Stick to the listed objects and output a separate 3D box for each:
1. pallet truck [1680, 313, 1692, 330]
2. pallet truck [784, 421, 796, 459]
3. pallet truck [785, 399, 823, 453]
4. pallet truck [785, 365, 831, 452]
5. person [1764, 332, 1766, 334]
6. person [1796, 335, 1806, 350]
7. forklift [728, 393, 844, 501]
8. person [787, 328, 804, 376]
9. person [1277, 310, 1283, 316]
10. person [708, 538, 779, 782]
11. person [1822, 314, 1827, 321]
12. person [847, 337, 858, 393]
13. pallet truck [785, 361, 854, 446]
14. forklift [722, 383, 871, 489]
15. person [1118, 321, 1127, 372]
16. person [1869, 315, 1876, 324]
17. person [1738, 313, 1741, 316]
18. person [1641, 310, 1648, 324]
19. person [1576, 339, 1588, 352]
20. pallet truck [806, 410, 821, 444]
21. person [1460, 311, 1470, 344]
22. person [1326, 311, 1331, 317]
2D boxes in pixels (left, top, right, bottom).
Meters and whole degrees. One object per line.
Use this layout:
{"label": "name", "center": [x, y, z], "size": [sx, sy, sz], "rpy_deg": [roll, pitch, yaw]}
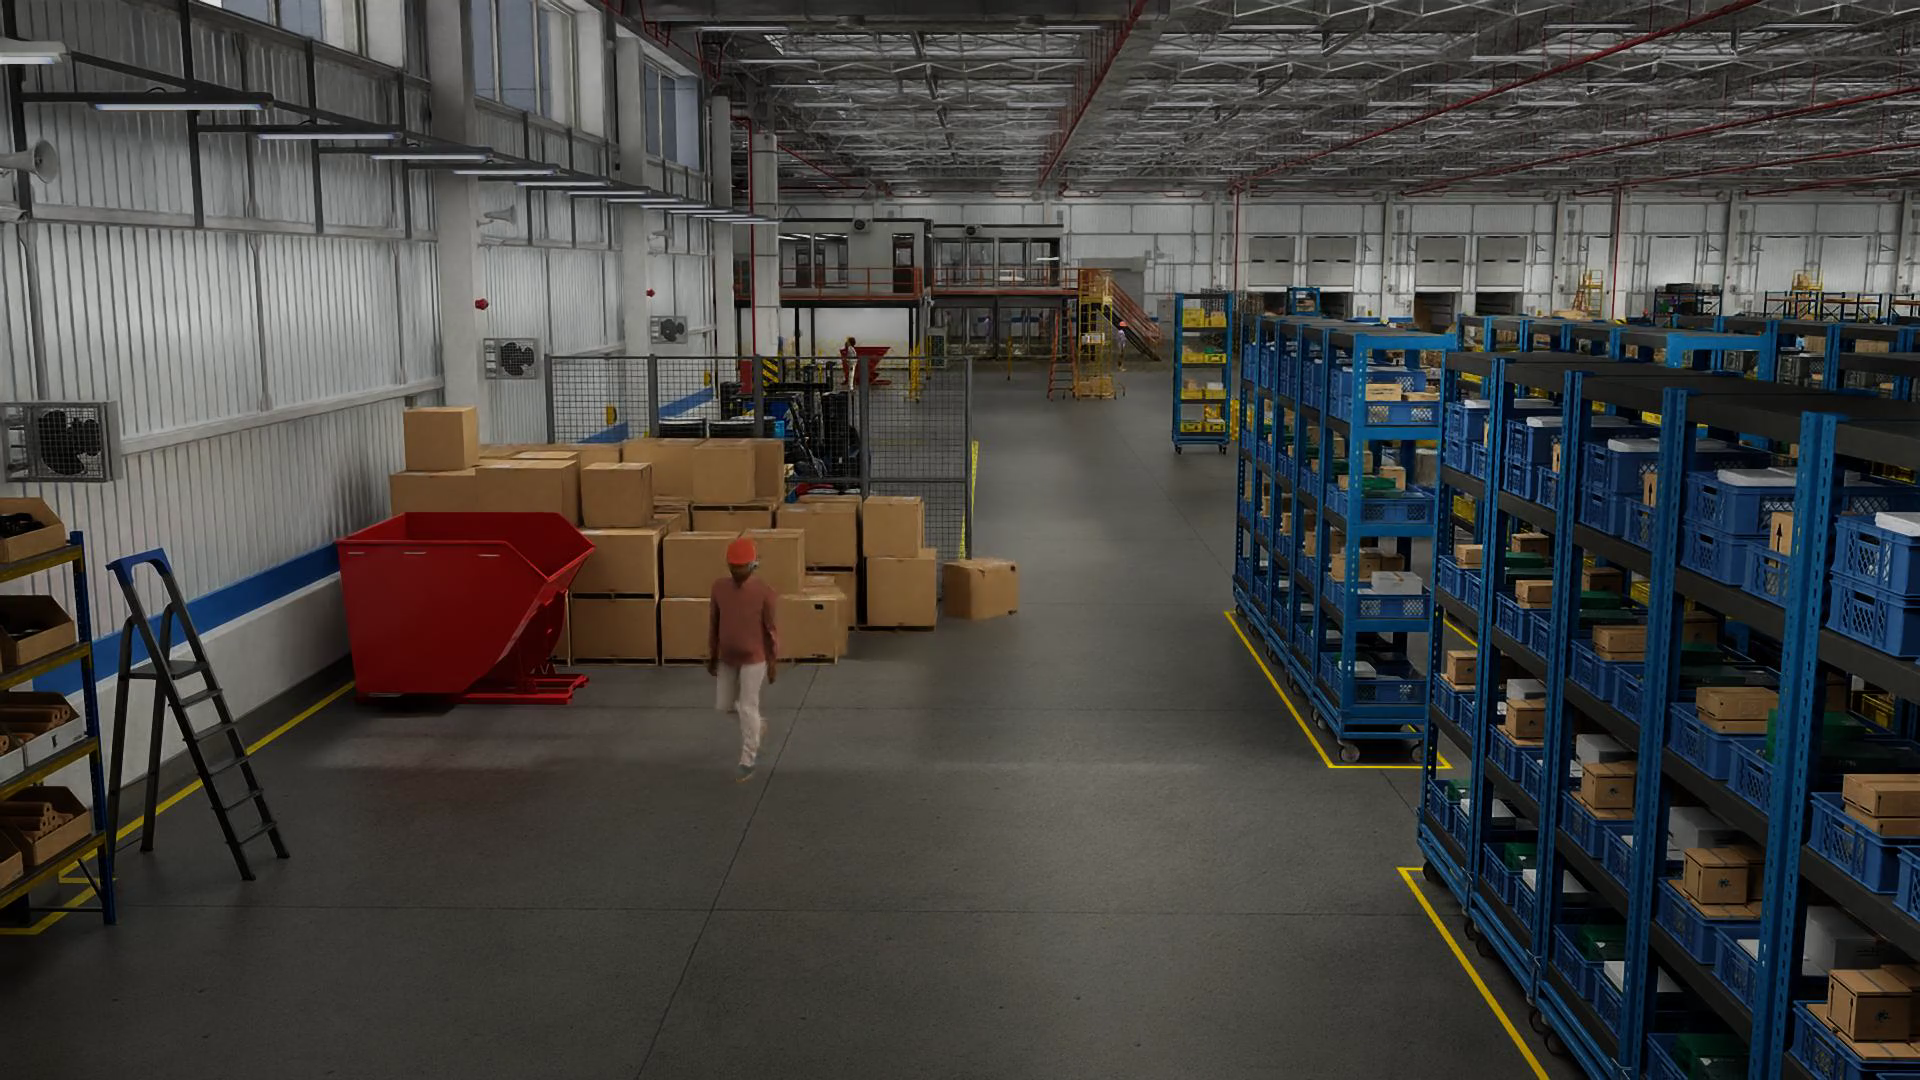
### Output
{"label": "pallet truck", "center": [36.315, -10.531, 84.244], "size": [0.823, 1.965, 1.885], "rpy_deg": [-6, 11, -33]}
{"label": "pallet truck", "center": [-4.013, -1.793, 32.705], "size": [1.601, 1.201, 0.680], "rpy_deg": [0, 9, 1]}
{"label": "pallet truck", "center": [-3.814, -2.432, 36.419], "size": [1.630, 1.274, 0.653], "rpy_deg": [0, 9, 1]}
{"label": "pallet truck", "center": [-3.774, -2.976, 37.635], "size": [1.885, 1.965, 0.823], "rpy_deg": [1, 9, 5]}
{"label": "person", "center": [30.010, -6.839, 61.802], "size": [0.403, 1.903, 0.700], "rpy_deg": [-7, 12, -37]}
{"label": "person", "center": [33.662, -7.514, 66.650], "size": [0.413, 1.665, 0.541], "rpy_deg": [0, 9, -1]}
{"label": "forklift", "center": [-2.979, -1.316, 26.476], "size": [2.680, 1.987, 1.157], "rpy_deg": [0, 9, 1]}
{"label": "person", "center": [-6.410, -7.287, 64.558], "size": [0.754, 1.906, 0.558], "rpy_deg": [-3, 10, -18]}
{"label": "person", "center": [17.293, -11.491, 90.169], "size": [0.381, 1.993, 0.622], "rpy_deg": [0, 9, 1]}
{"label": "person", "center": [-1.740, 0.939, 13.548], "size": [0.629, 1.978, 0.618], "rpy_deg": [4, 10, 23]}
{"label": "person", "center": [46.013, -11.173, 88.818], "size": [0.812, 1.801, 0.545], "rpy_deg": [-2, 9, -14]}
{"label": "person", "center": [-3.613, -5.859, 55.765], "size": [0.347, 1.884, 0.584], "rpy_deg": [0, 9, 1]}
{"label": "pallet truck", "center": [-3.410, -3.193, 38.978], "size": [1.885, 1.965, 0.823], "rpy_deg": [0, 9, -1]}
{"label": "forklift", "center": [-2.893, -1.687, 28.729], "size": [2.680, 1.987, 1.157], "rpy_deg": [0, 9, -1]}
{"label": "person", "center": [6.607, -7.877, 67.730], "size": [0.372, 2.042, 0.615], "rpy_deg": [0, 9, 1]}
{"label": "person", "center": [49.129, -11.263, 89.537], "size": [0.295, 1.743, 0.493], "rpy_deg": [0, 9, 1]}
{"label": "person", "center": [40.986, -11.010, 87.588], "size": [0.318, 1.870, 0.531], "rpy_deg": [0, 9, 1]}
{"label": "person", "center": [36.677, -11.323, 89.121], "size": [0.370, 1.996, 0.622], "rpy_deg": [0, 9, 1]}
{"label": "person", "center": [23.458, -7.041, 62.581], "size": [0.896, 2.000, 0.680], "rpy_deg": [2, 9, 13]}
{"label": "pallet truck", "center": [-3.559, -2.018, 33.905], "size": [1.522, 1.261, 0.704], "rpy_deg": [0, 9, -1]}
{"label": "person", "center": [27.402, -11.477, 90.362], "size": [0.549, 1.911, 0.587], "rpy_deg": [5, 10, 27]}
{"label": "person", "center": [21.018, -12.201, 95.151], "size": [0.639, 1.810, 0.921], "rpy_deg": [-9, 13, -44]}
